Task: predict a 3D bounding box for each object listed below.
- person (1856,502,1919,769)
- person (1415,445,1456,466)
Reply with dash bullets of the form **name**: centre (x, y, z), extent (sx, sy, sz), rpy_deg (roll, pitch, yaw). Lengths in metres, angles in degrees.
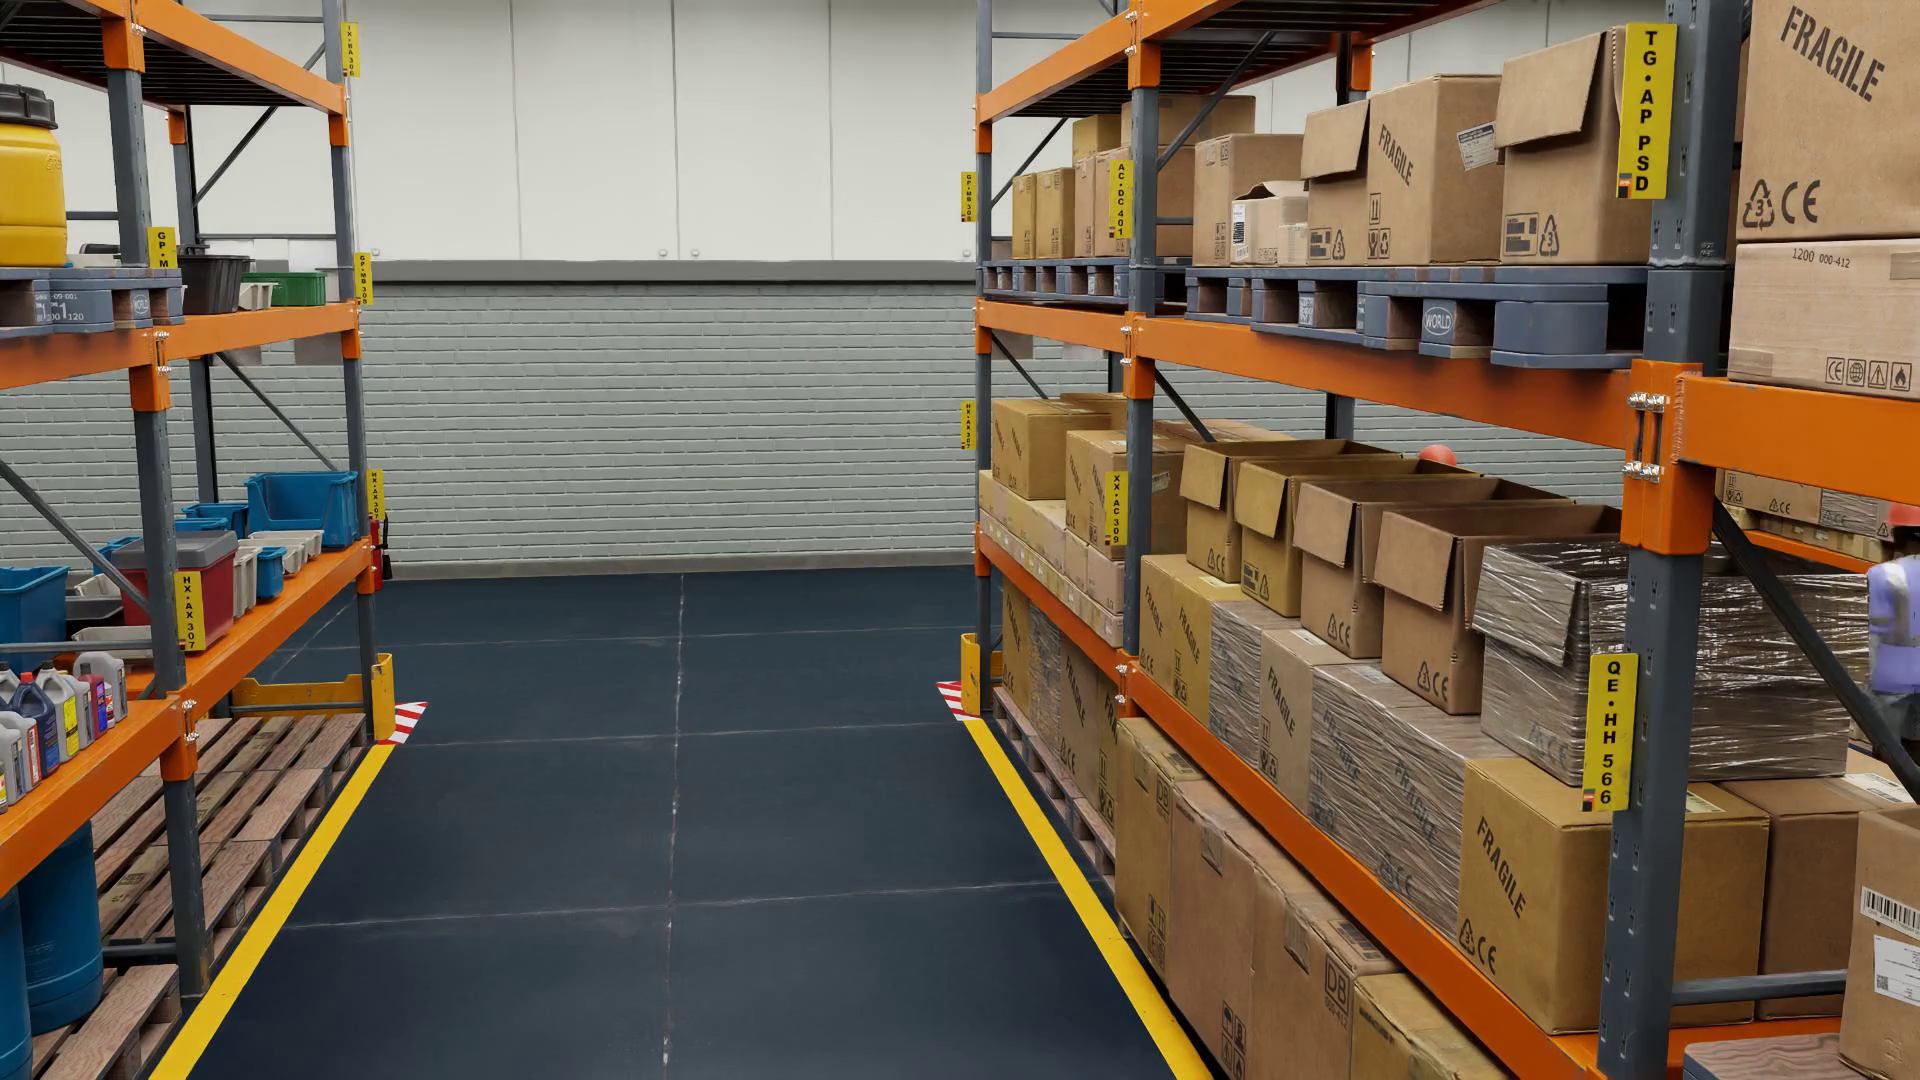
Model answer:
- **person**: centre (4.845, 0.714, 8.454), extent (0.545, 1.926, 0.546), rpy_deg (-1, 9, -7)
- **person**: centre (2.842, 0.402, 10.186), extent (0.610, 1.986, 0.392), rpy_deg (-6, 11, -31)
